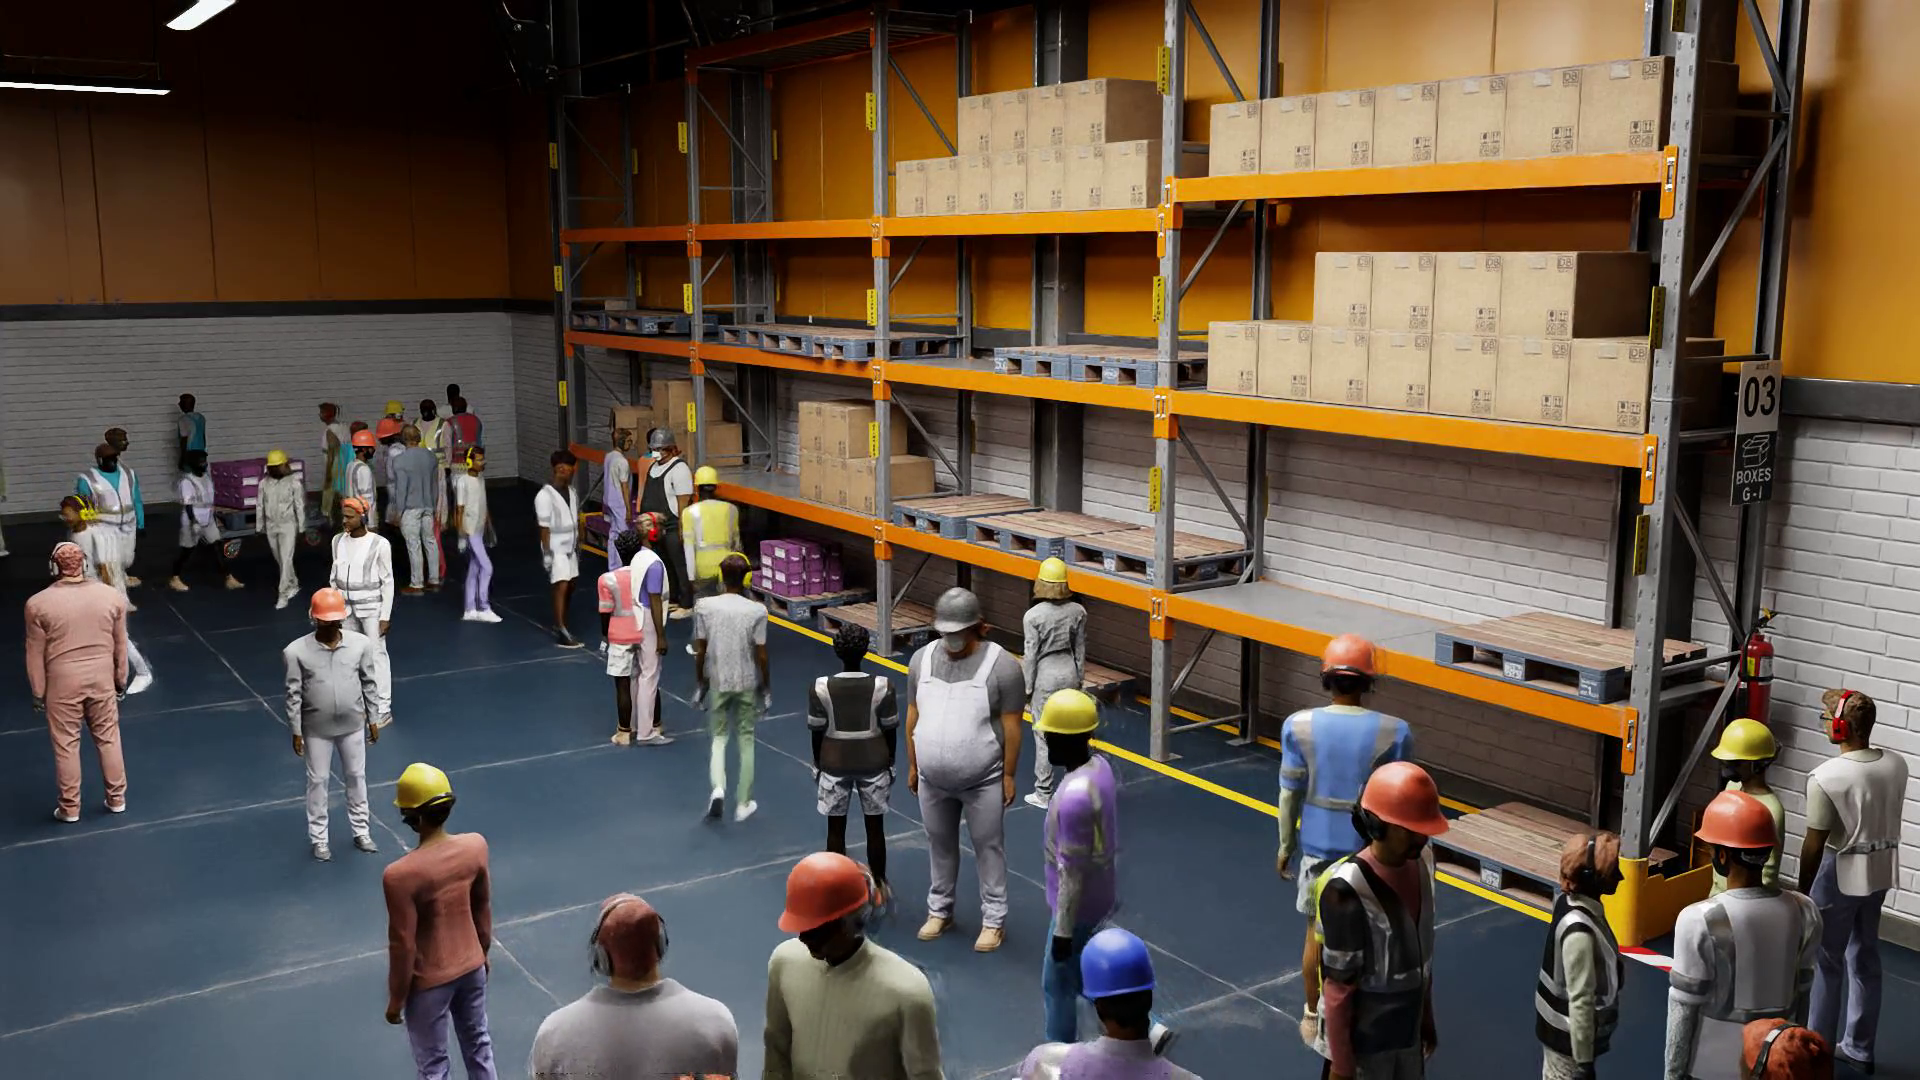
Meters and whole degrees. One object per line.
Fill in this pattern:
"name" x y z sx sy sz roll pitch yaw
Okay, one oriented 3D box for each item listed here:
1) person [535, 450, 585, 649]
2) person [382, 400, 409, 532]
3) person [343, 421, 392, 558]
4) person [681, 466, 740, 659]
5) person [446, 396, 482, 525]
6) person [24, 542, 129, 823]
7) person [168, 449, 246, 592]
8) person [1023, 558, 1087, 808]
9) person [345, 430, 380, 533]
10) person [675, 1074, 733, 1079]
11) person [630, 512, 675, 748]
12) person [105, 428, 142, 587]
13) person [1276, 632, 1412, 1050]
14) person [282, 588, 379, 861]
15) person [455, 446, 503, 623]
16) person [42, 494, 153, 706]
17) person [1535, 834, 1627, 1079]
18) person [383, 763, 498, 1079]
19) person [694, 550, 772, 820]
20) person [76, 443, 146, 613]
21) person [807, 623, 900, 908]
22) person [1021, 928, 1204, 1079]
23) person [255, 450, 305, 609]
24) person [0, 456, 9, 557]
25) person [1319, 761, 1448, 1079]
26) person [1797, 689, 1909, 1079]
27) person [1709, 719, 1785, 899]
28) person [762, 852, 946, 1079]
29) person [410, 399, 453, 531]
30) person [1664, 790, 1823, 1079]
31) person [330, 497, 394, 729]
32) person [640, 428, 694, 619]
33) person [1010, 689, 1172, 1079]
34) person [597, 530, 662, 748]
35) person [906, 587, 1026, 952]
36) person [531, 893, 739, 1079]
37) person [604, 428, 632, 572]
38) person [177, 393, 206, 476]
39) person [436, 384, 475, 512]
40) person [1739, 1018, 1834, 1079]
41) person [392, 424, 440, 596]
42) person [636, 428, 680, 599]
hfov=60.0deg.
"person" -3.927 0.066 16.398 0.691 1.926 0.694 4 10 21
"person" -7.795 -1.031 23.119 0.403 1.825 0.595 -6 11 -31
"person" -7.378 -0.600 20.624 0.550 1.800 0.606 -7 12 -37
"person" -2.288 0.260 15.415 0.599 1.870 1.010 -6 11 -31
"person" -7.072 -1.123 23.625 0.430 1.838 0.640 6 11 32
"person" -5.966 0.954 11.256 0.400 1.900 0.636 8 13 41
"person" -8.627 -0.216 18.835 0.888 1.648 0.550 2 10 12
"person" 0.643 0.984 11.513 0.484 1.745 0.298 -4 11 -24
"person" -6.487 -0.240 18.159 0.388 1.930 0.544 -7 12 -35
"person" -0.684 2.201 4.121 0.966 1.836 0.559 -4 11 -24
"person" -2.452 0.693 12.964 0.381 1.835 0.566 -6 11 -30
"person" -9.711 -0.376 19.198 0.327 1.843 0.516 -6 11 -30
"person" 1.841 1.451 7.948 0.644 2.038 0.386 3 10 16
"person" -3.954 1.154 10.515 0.566 1.744 0.350 -6 12 -33
"person" -4.941 -0.055 17.280 0.641 1.852 0.554 1 10 8
"person" -7.406 0.498 14.205 0.558 1.811 1.018 4 11 24
"person" 2.357 1.913 6.361 0.312 1.642 0.512 3 10 17
"person" -2.143 1.774 6.817 0.330 1.765 0.533 6 11 30
"person" -1.529 0.994 11.139 0.541 1.851 0.478 1 10 5
"person" -9.169 -0.151 17.962 0.795 1.821 0.632 7 12 36
"person" -0.615 1.318 9.684 0.535 1.700 0.318 0 10 -2
"person" 0.425 2.065 4.748 0.600 1.893 0.940 3 10 15
"person" -7.461 -0.143 18.270 0.495 1.711 0.798 1 10 4
"person" -12.354 -0.583 21.038 0.507 1.630 0.268 -3 10 -18
"person" 1.551 1.776 6.037 0.612 2.030 0.403 -9 13 -43
"person" 4.084 1.597 7.655 0.559 1.836 0.394 -4 10 -22
"person" 3.517 1.660 7.511 0.340 1.761 0.530 1 10 8
"person" -0.372 1.939 5.309 0.856 1.963 0.446 6 11 32
"person" -7.355 -1.035 23.076 0.627 1.846 0.429 1 10 4
"person" 2.748 1.841 5.953 0.543 1.929 0.386 -2 10 -10
"person" -4.840 0.586 13.444 0.574 1.883 0.355 3 10 19
"person" -3.104 -0.193 17.551 0.536 2.000 0.704 -7 12 -36
"person" 0.576 1.596 7.438 0.641 1.908 0.593 2 10 13
"person" -2.550 0.767 12.924 0.536 1.696 0.321 -5 11 -29
"person" -0.010 1.238 9.152 0.685 2.000 0.535 4 10 22
"person" -1.004 2.008 5.216 0.651 1.846 1.014 -1 10 -8
"person" -3.943 -0.388 19.313 0.353 1.835 0.518 -7 12 -35
"person" -11.086 -1.195 24.006 0.345 1.846 0.508 2 10 13
"person" -7.511 -1.371 24.825 0.587 1.920 0.392 -7 12 -36
"person" 2.099 2.146 4.302 0.576 1.880 0.351 -4 10 -21
"person" -6.119 -0.341 18.726 0.351 1.935 0.635 5 11 27
"person" -3.378 -0.289 18.473 0.389 1.919 0.592 -7 12 -36
